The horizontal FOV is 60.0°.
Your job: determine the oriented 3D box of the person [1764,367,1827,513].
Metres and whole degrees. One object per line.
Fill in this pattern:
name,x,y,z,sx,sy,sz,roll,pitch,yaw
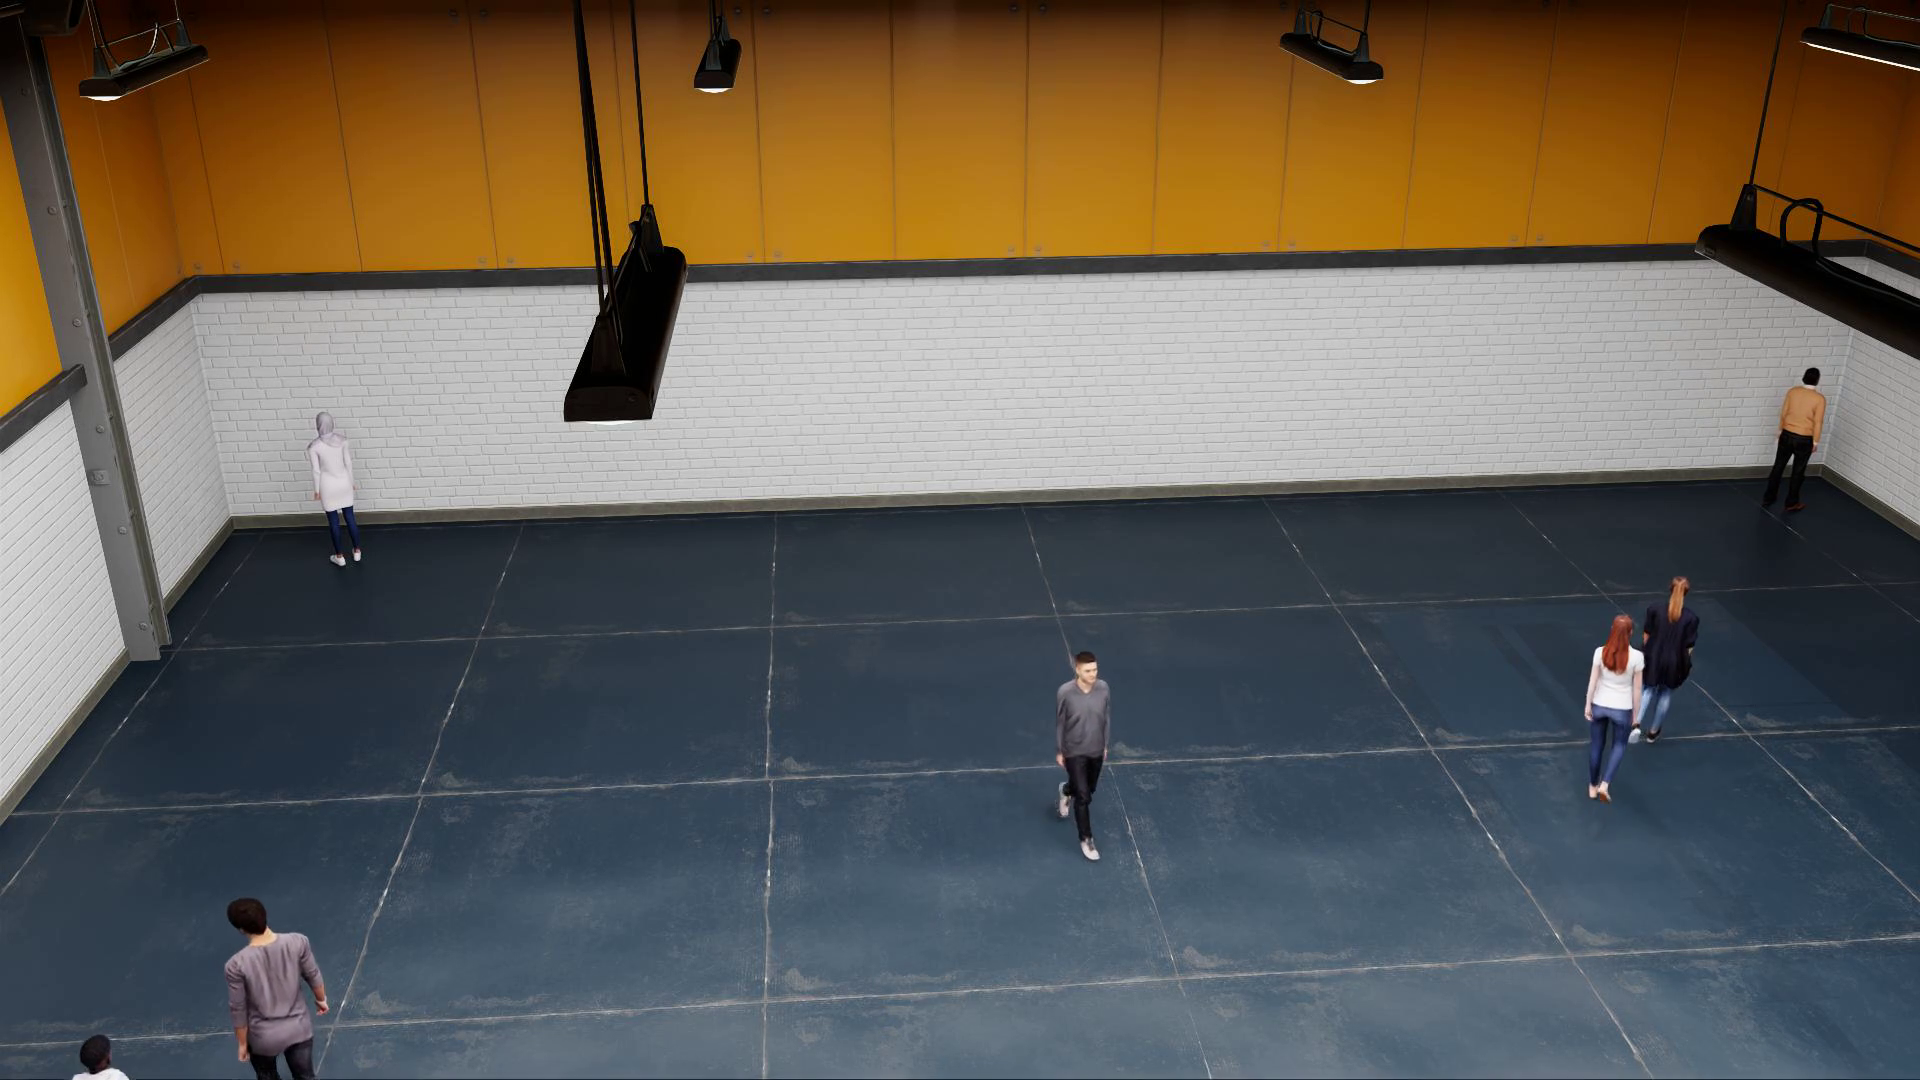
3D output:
person,10.078,-1.224,20.031,0.809,1.748,0.691,-16,29,-33

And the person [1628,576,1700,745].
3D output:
person,6.235,1.119,14.768,0.911,1.669,0.997,15,28,31

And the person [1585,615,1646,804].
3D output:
person,5.441,1.460,13.911,0.786,1.731,0.901,11,26,23

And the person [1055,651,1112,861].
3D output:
person,0.958,1.662,13.440,0.804,1.738,1.118,-9,25,-19

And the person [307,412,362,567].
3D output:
person,-6.954,-0.580,18.522,0.690,1.776,0.706,-18,29,-35

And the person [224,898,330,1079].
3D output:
person,-4.146,3.038,10.186,0.948,1.824,1.005,-16,28,-32

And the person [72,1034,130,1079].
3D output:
person,-5.023,3.530,9.803,0.589,1.228,0.894,-6,24,-14
